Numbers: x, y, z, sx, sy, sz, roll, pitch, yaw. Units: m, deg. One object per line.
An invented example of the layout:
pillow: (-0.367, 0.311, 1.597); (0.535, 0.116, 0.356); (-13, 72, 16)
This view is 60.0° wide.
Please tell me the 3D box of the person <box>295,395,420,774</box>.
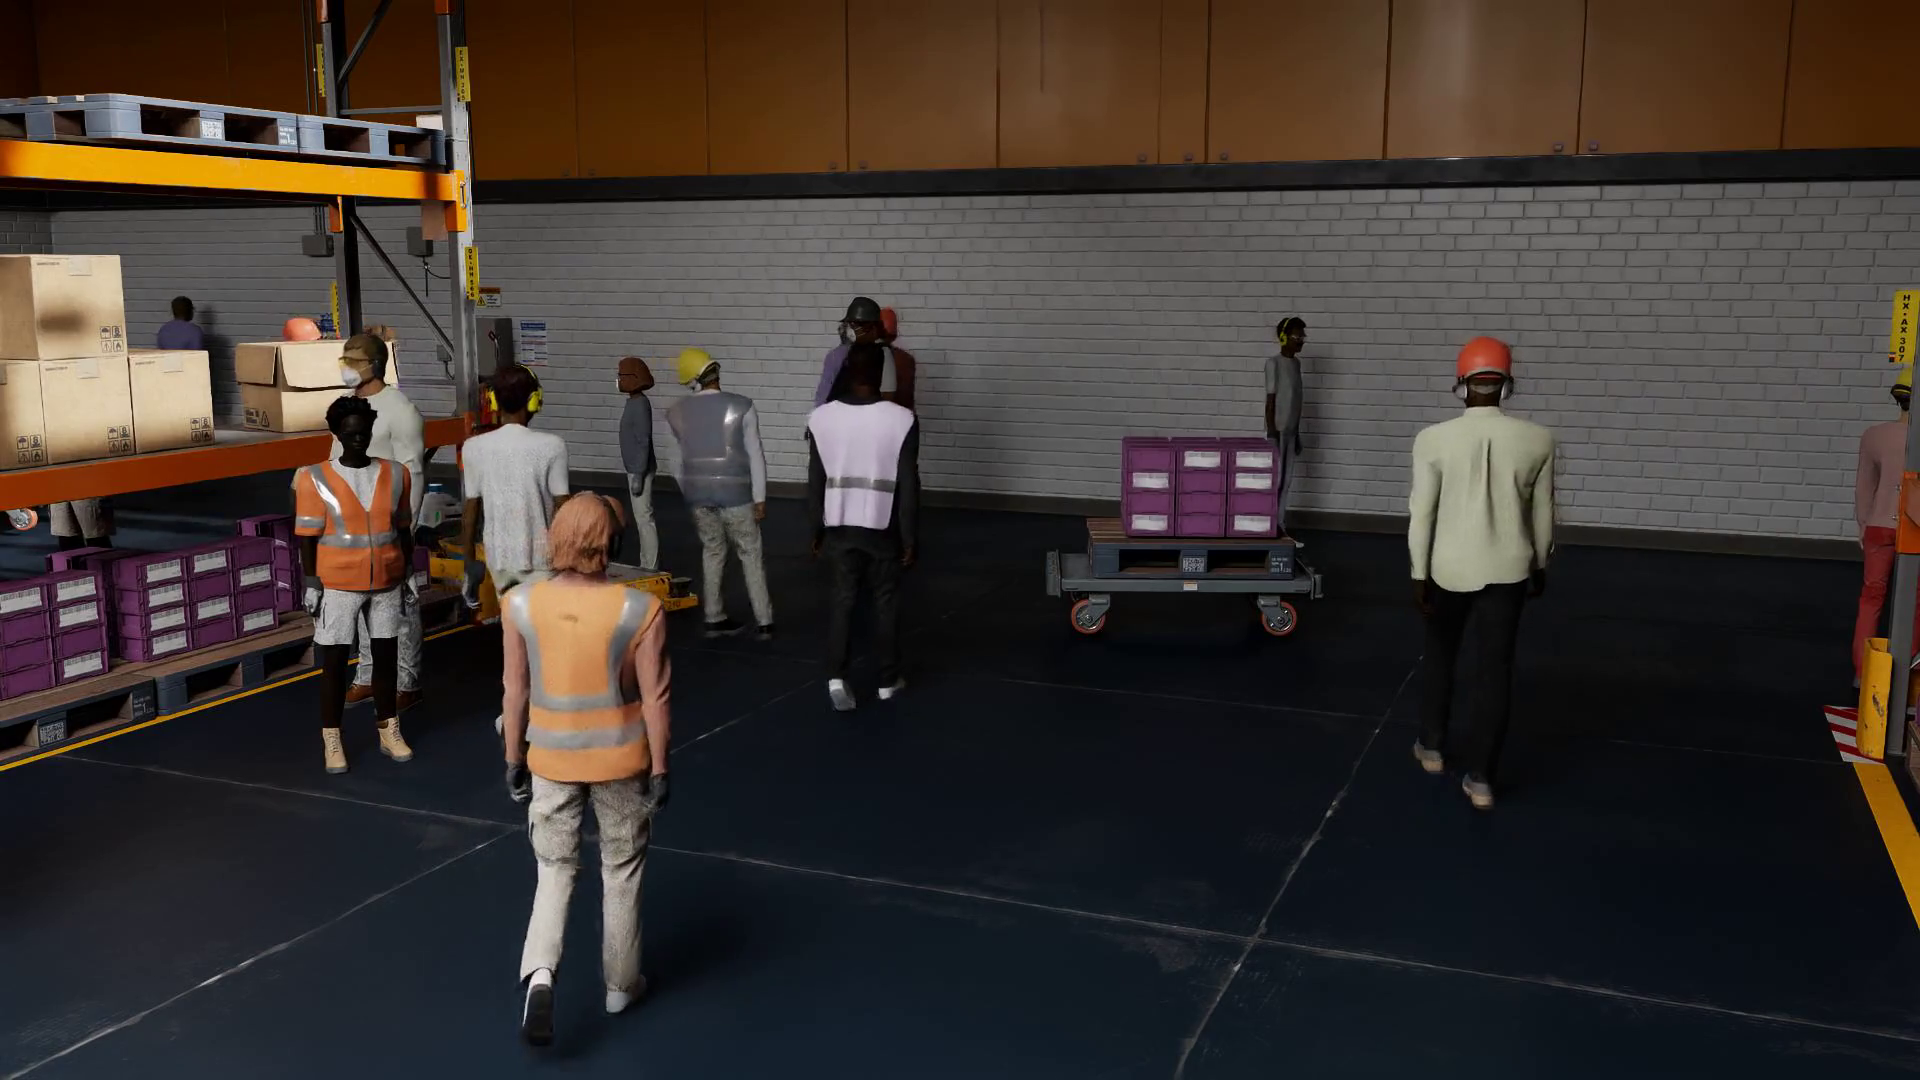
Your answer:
person: (-2.705, 0.193, 7.508); (0.540, 1.695, 0.318); (-8, 12, -39)

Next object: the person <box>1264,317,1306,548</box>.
person: (2.586, -0.838, 13.260); (0.310, 1.861, 0.534); (7, 12, 36)

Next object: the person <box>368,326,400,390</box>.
person: (-4.731, -0.844, 13.539); (0.508, 1.777, 0.874); (1, 9, 6)

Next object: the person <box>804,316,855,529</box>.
person: (-0.961, -0.991, 14.195); (0.650, 1.872, 0.702); (6, 11, 32)

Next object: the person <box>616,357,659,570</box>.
person: (-2.267, -0.462, 11.669); (0.279, 1.634, 0.498); (-3, 10, -15)

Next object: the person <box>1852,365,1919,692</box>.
person: (4.956, -0.042, 8.725); (0.315, 1.769, 0.523); (-5, 11, -28)

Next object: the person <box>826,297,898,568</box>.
person: (-0.752, -0.813, 12.571); (0.538, 2.000, 0.684); (-3, 10, -20)

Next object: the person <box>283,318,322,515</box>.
person: (-4.710, -0.660, 12.086); (0.731, 1.889, 0.625); (0, 9, -2)

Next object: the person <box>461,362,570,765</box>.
person: (-1.986, 0.134, 7.463); (0.557, 1.844, 0.696); (1, 9, 6)

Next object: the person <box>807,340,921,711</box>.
person: (-0.495, -0.071, 8.511); (0.603, 1.901, 0.754); (2, 10, 14)

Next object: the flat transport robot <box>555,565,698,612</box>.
flat transport robot: (-2.468, 0.307, 11.134); (1.431, 0.197, 0.652); (8, 12, 41)

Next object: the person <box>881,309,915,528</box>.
person: (-0.653, -0.991, 14.031); (0.653, 1.921, 1.015); (4, 10, 21)

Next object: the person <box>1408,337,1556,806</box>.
person: (2.249, 0.107, 7.239); (0.623, 1.959, 0.893); (2, 10, 12)

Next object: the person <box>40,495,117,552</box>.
person: (-5.298, -0.344, 9.973); (0.602, 1.960, 0.368); (4, 10, 23)

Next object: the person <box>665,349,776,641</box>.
person: (-1.453, -0.265, 10.079); (0.632, 1.776, 0.406); (2, 10, 13)

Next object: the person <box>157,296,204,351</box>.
person: (-8.578, -1.732, 18.447); (0.634, 1.938, 0.358); (4, 10, 24)

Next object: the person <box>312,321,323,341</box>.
person: (-5.155, -0.891, 13.700); (0.563, 1.830, 0.565); (-4, 10, -21)

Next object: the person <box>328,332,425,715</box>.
person: (-2.971, -0.081, 8.443); (0.632, 1.940, 0.368); (5, 11, 30)

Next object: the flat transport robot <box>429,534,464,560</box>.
flat transport robot: (-3.370, 0.118, 12.275); (0.652, 0.197, 1.431); (-7, 12, -36)

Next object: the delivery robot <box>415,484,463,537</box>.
delivery robot: (-4.109, -0.199, 13.057); (0.477, 0.478, 0.707); (-8, 12, -41)

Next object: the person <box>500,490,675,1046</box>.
person: (-1.093, 0.670, 4.839); (0.524, 1.619, 0.588); (1, 9, 4)
